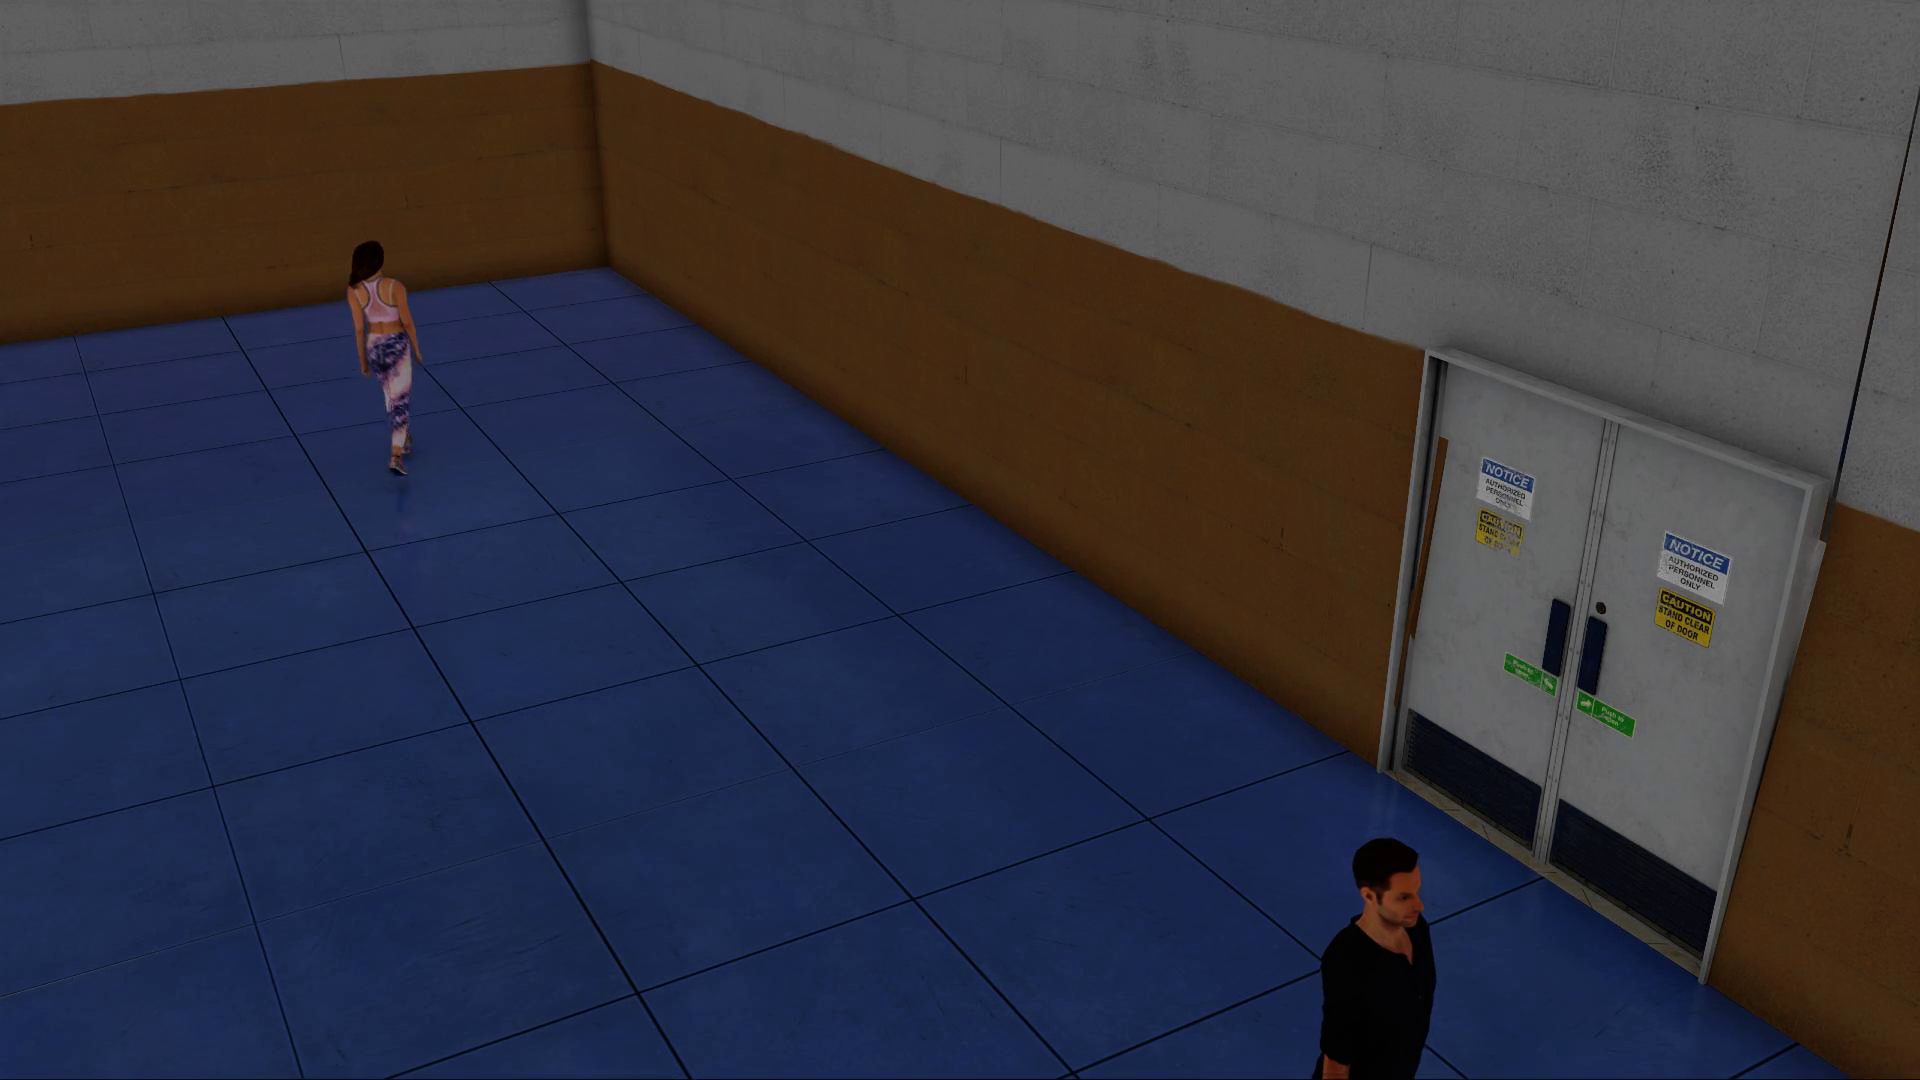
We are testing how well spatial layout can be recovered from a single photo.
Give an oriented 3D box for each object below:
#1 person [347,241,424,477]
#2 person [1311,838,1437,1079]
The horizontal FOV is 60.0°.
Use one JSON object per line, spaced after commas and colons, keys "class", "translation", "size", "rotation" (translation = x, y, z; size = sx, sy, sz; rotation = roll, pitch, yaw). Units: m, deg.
{"class": "person", "translation": [-4.233, -1.311, 12.321], "size": [1.190, 1.727, 1.037], "rotation": [0, 24, -1]}
{"class": "person", "translation": [1.241, 1.719, 5.201], "size": [0.747, 1.859, 0.565], "rotation": [21, 31, 39]}
